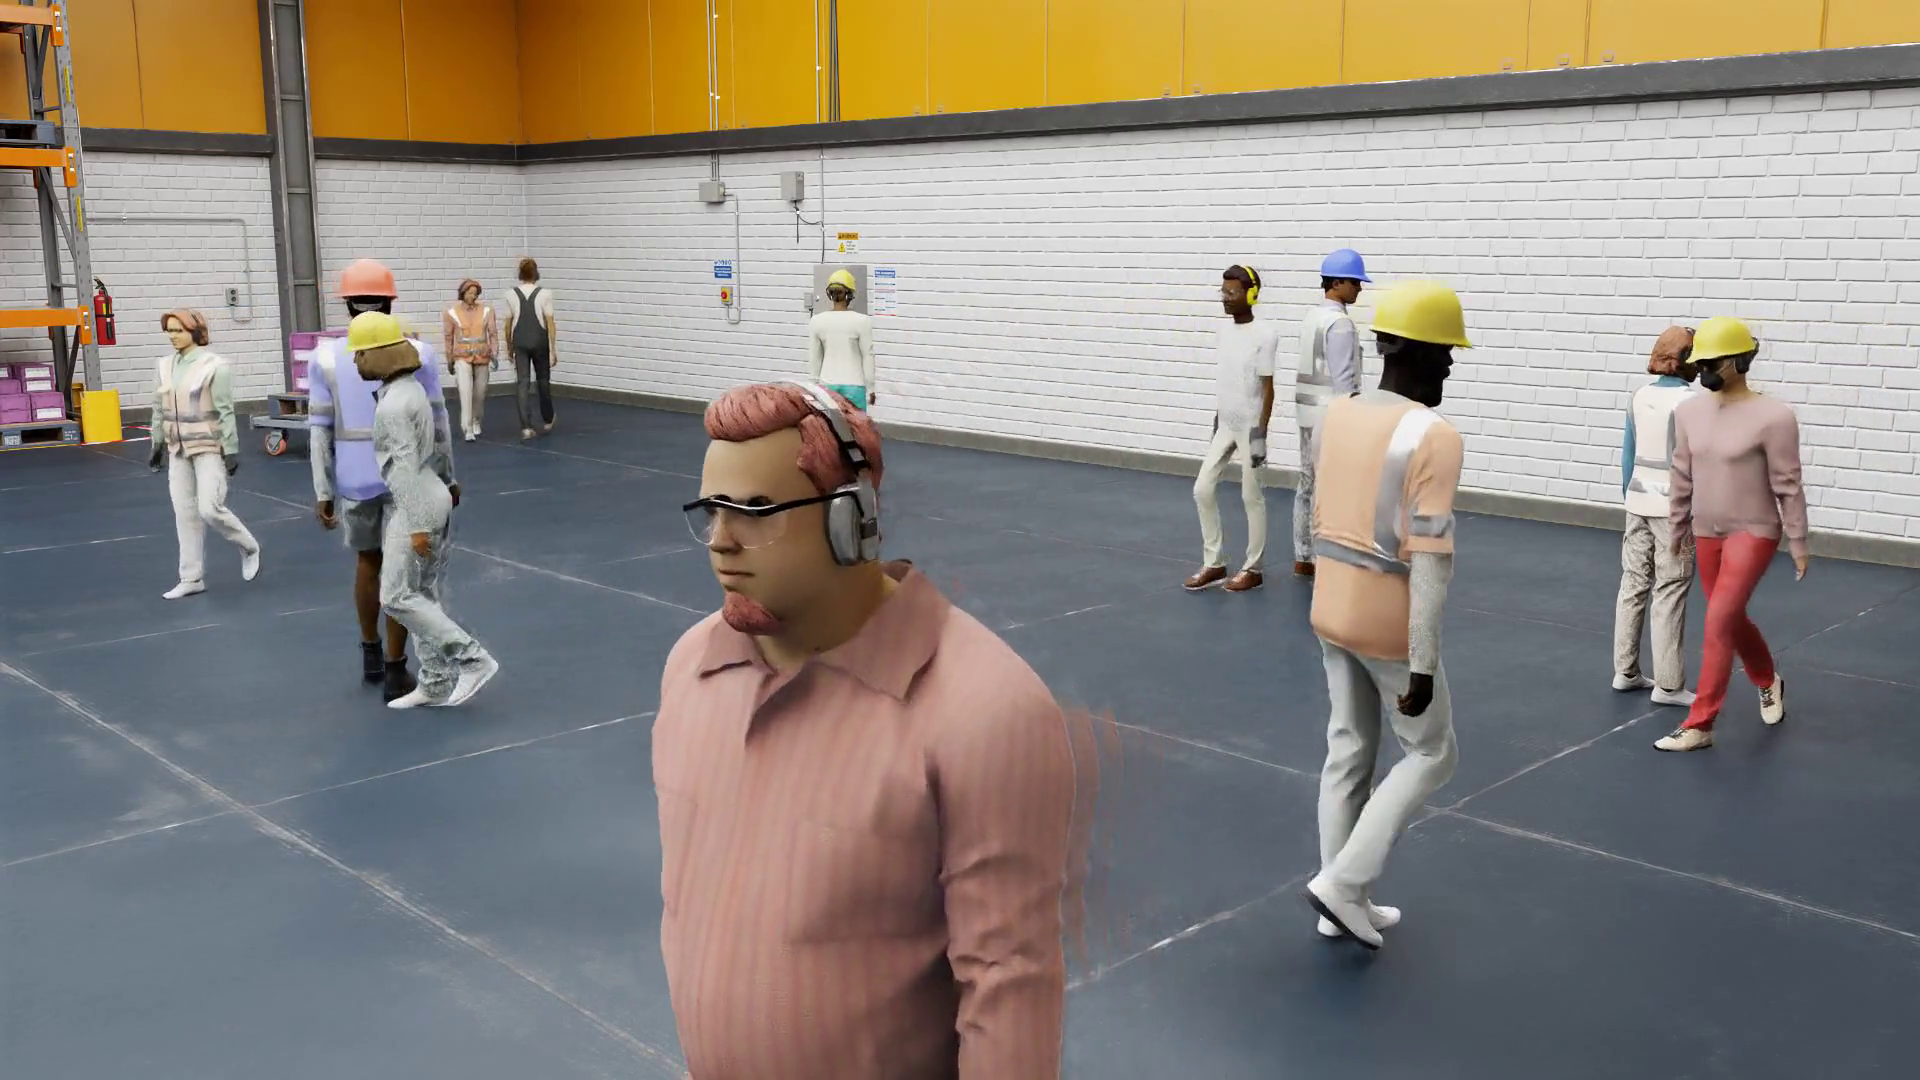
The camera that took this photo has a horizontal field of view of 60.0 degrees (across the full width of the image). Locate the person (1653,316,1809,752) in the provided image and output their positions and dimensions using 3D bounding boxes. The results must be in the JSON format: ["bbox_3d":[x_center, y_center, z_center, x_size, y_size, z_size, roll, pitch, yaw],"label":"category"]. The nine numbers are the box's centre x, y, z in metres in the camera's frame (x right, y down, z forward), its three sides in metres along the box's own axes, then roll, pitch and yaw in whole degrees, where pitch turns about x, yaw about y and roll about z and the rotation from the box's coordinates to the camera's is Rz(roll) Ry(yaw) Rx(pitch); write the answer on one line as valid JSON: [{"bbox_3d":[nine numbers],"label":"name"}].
[{"bbox_3d":[3.138,-0.041,6.647,0.829,1.720,0.570,-5,12,-26],"label":"person"}]

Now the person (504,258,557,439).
[{"bbox_3d":[-4.336,-1.943,16.840,0.526,1.784,0.985,-1,10,-5],"label":"person"}]

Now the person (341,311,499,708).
[{"bbox_3d":[-2.304,-0.102,7.005,0.481,1.718,0.490,-2,11,-9],"label":"person"}]

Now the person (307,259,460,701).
[{"bbox_3d":[-2.533,-0.280,7.403,0.563,1.912,0.717,-1,10,-3],"label":"person"}]

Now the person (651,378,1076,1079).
[{"bbox_3d":[-0.108,0.714,2.160,0.648,1.865,0.994,7,12,33],"label":"person"}]

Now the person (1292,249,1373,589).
[{"bbox_3d":[2.127,-0.691,9.576,0.402,1.943,0.605,-1,10,-6],"label":"person"}]

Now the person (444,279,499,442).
[{"bbox_3d":[-4.887,-1.810,16.642,0.507,1.595,0.829,-5,12,-27],"label":"person"}]

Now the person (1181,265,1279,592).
[{"bbox_3d":[1.504,-0.607,9.355,0.642,1.852,0.555,-7,12,-33],"label":"person"}]

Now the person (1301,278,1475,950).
[{"bbox_3d":[1.189,0.231,4.664,0.428,1.910,0.589,-6,12,-28],"label":"person"}]

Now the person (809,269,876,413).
[{"bbox_3d":[-0.886,-1.163,12.644,0.524,1.767,0.322,3,11,15],"label":"person"}]

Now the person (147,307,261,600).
[{"bbox_3d":[-4.276,-0.491,9.346,0.536,1.627,0.501,4,11,22],"label":"person"}]

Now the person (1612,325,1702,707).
[{"bbox_3d":[3.053,-0.103,7.200,0.310,1.640,0.514,-3,11,-17],"label":"person"}]
